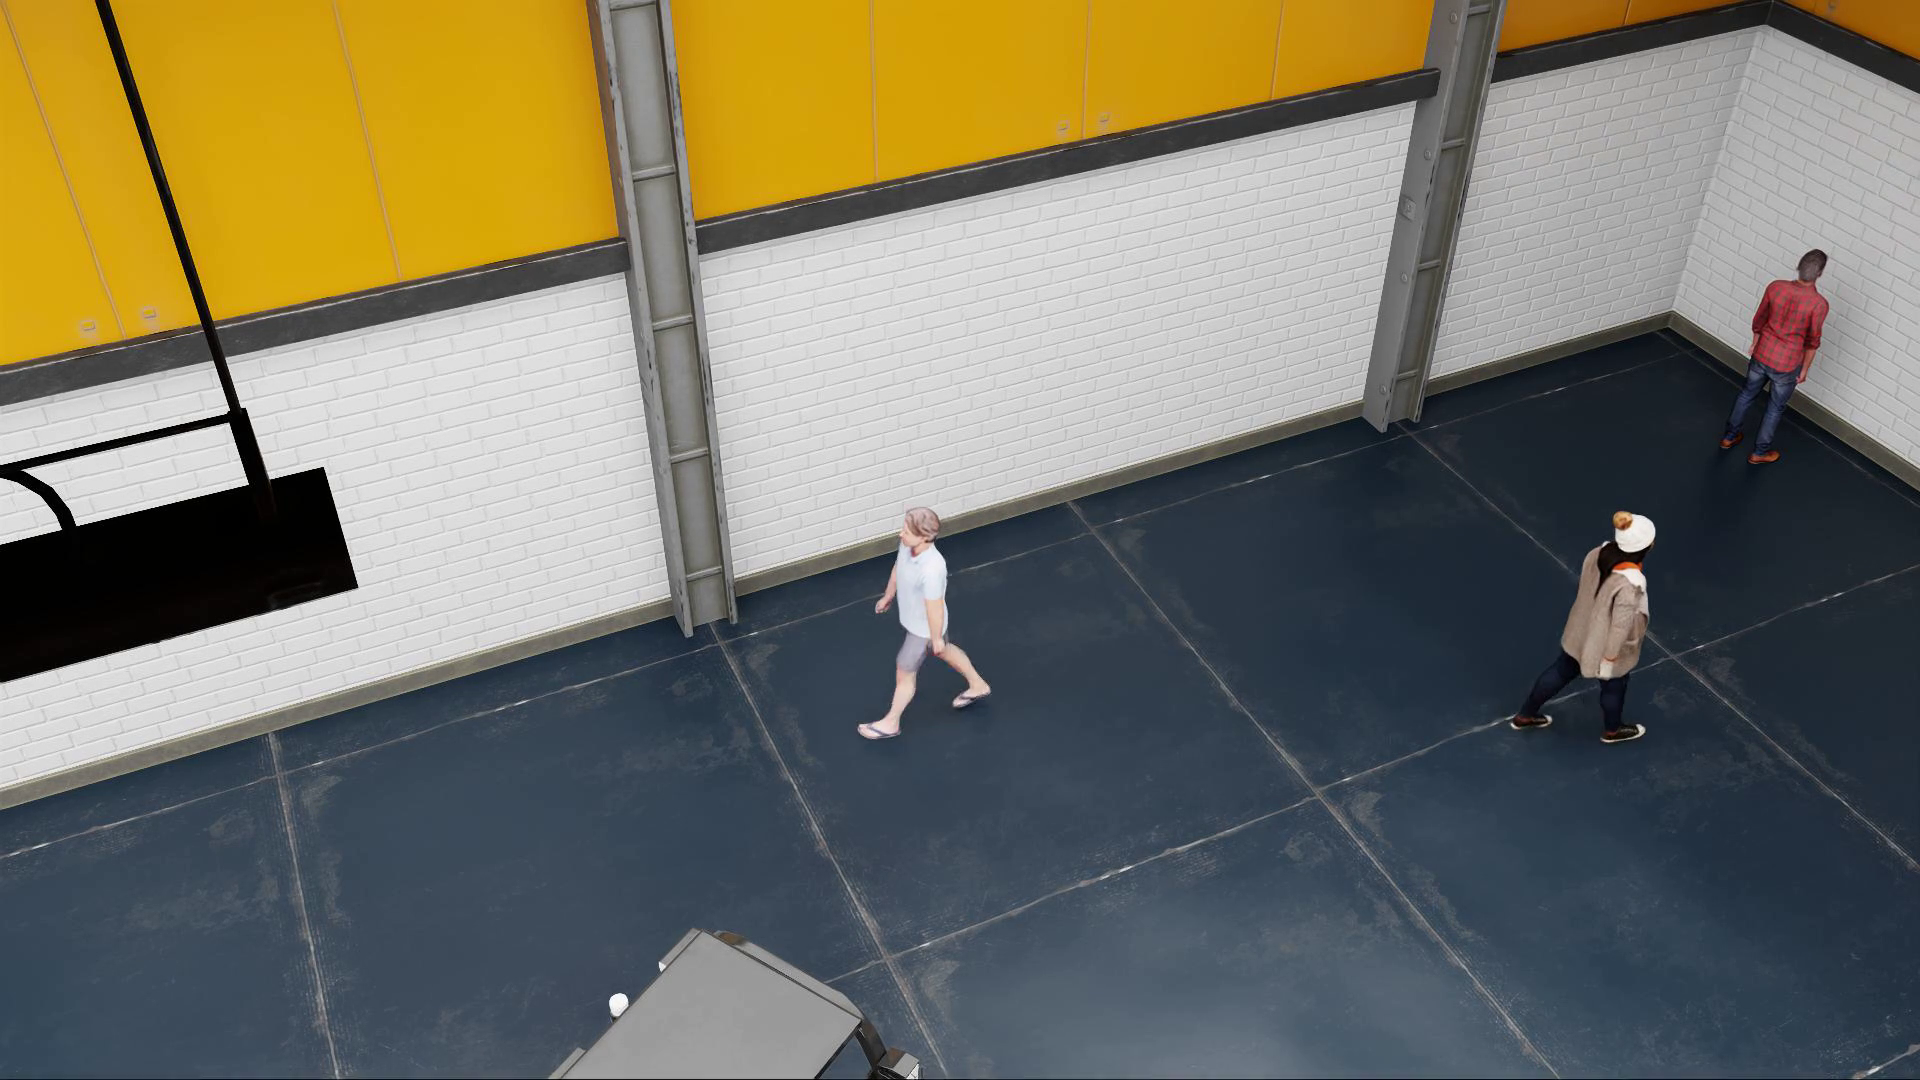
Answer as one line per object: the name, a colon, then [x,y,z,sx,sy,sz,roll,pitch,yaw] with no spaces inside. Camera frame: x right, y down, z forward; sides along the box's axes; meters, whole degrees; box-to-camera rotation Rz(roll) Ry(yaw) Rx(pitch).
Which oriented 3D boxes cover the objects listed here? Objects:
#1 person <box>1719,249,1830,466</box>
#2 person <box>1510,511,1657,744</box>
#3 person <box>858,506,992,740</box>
person: [6.399,-1.444,12.999,0.605,1.835,0.722,-23,44,-27]
person: [3.933,0.581,10.449,1.151,1.854,0.880,-7,39,-8]
person: [-0.136,0.499,10.598,1.223,1.796,0.823,-9,39,-11]
